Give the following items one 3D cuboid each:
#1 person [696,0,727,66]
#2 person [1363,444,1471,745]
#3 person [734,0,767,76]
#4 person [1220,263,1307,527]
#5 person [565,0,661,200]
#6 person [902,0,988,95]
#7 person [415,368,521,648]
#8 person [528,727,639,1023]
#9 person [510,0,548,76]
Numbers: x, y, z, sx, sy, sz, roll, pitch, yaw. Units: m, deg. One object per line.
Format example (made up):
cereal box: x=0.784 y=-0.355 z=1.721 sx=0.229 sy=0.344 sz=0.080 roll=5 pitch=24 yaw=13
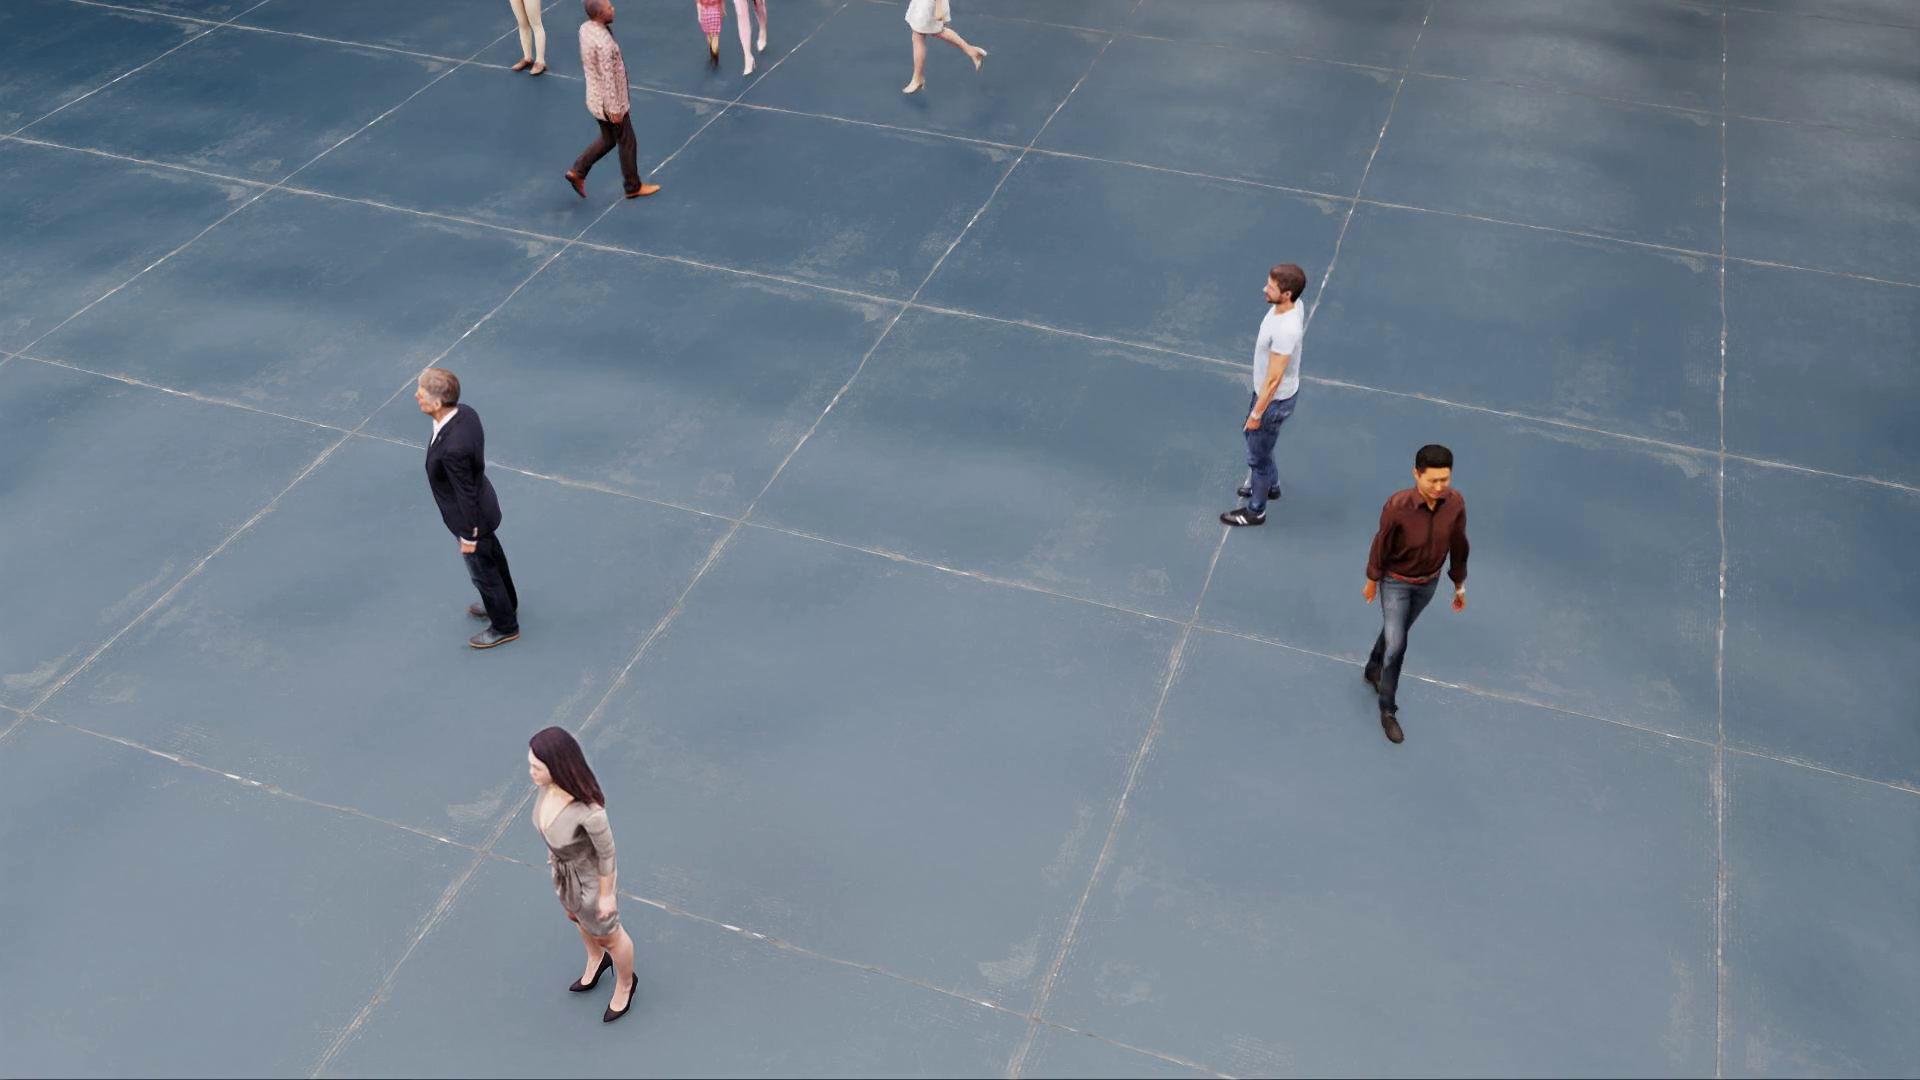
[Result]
person: x=-2.475 y=-5.221 z=16.507 sx=0.571 sy=1.016 sz=0.778 roll=0 pitch=38 yaw=1
person: x=2.397 y=0.167 z=9.018 sx=0.928 sy=1.758 sz=1.024 roll=-10 pitch=39 yaw=-13
person: x=-2.044 y=-5.542 z=16.328 sx=0.781 sy=1.742 sz=1.181 roll=5 pitch=38 yaw=6
person: x=1.991 y=-0.888 z=10.284 sx=0.804 sy=1.861 sz=0.613 roll=7 pitch=39 yaw=9
person: x=-3.015 y=-3.648 z=13.874 sx=1.146 sy=1.784 sz=1.055 roll=-19 pitch=42 yaw=-23
person: x=-0.180 y=-5.065 z=15.717 sx=1.024 sy=1.744 sz=1.098 roll=-7 pitch=39 yaw=-9
person: x=-2.778 y=-0.189 z=9.428 sx=0.846 sy=1.814 sz=0.717 roll=-6 pitch=38 yaw=-8
person: x=-1.664 y=1.477 z=7.355 sx=0.673 sy=1.745 sz=0.649 roll=31 pitch=48 yaw=34
person: x=-4.260 y=-5.420 z=16.246 sx=0.625 sy=1.652 sz=0.570 roll=13 pitch=40 yaw=16
